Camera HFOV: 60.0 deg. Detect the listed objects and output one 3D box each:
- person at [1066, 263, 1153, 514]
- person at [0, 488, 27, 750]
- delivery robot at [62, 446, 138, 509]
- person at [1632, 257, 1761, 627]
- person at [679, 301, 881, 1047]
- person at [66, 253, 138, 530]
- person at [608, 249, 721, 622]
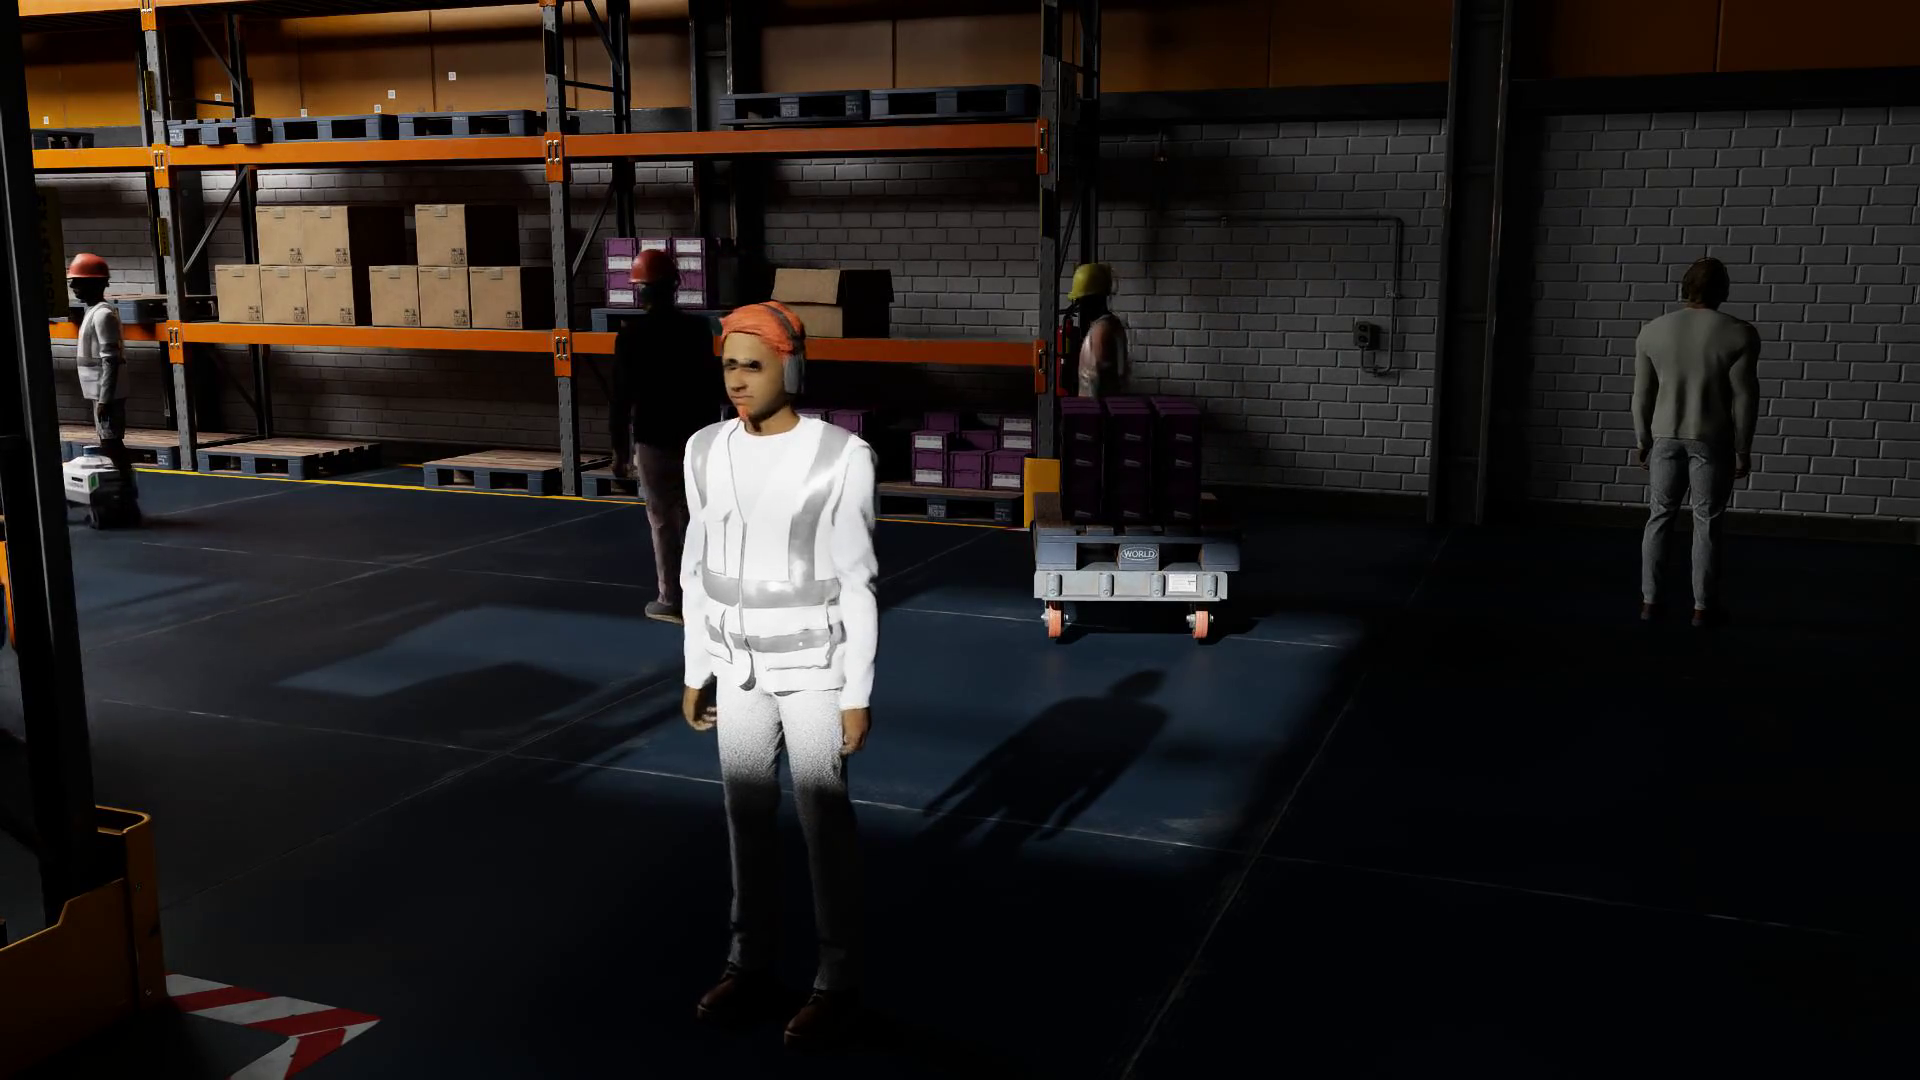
[{"bbox_3d":[0.967,-0.768,10.355,0.710,1.893,0.602,1,10,3],"label":"person"},{"bbox_3d":[-3.821,0.020,6.430,0.393,1.718,0.559,0,10,1],"label":"person"},{"bbox_3d":[-6.232,-0.436,11.965,0.707,0.478,0.477,8,13,38],"label":"delivery robot"},{"bbox_3d":[3.876,-0.511,8.793,0.632,1.939,0.368,9,13,40],"label":"person"},{"bbox_3d":[-0.461,0.339,4.235,0.580,1.878,0.343,6,12,29],"label":"person"},{"bbox_3d":[-6.069,-1.043,11.756,0.360,1.939,0.543,-6,12,-31],"label":"person"},{"bbox_3d":[-1.581,-0.543,8.843,0.436,1.979,0.648,9,13,40],"label":"person"}]
